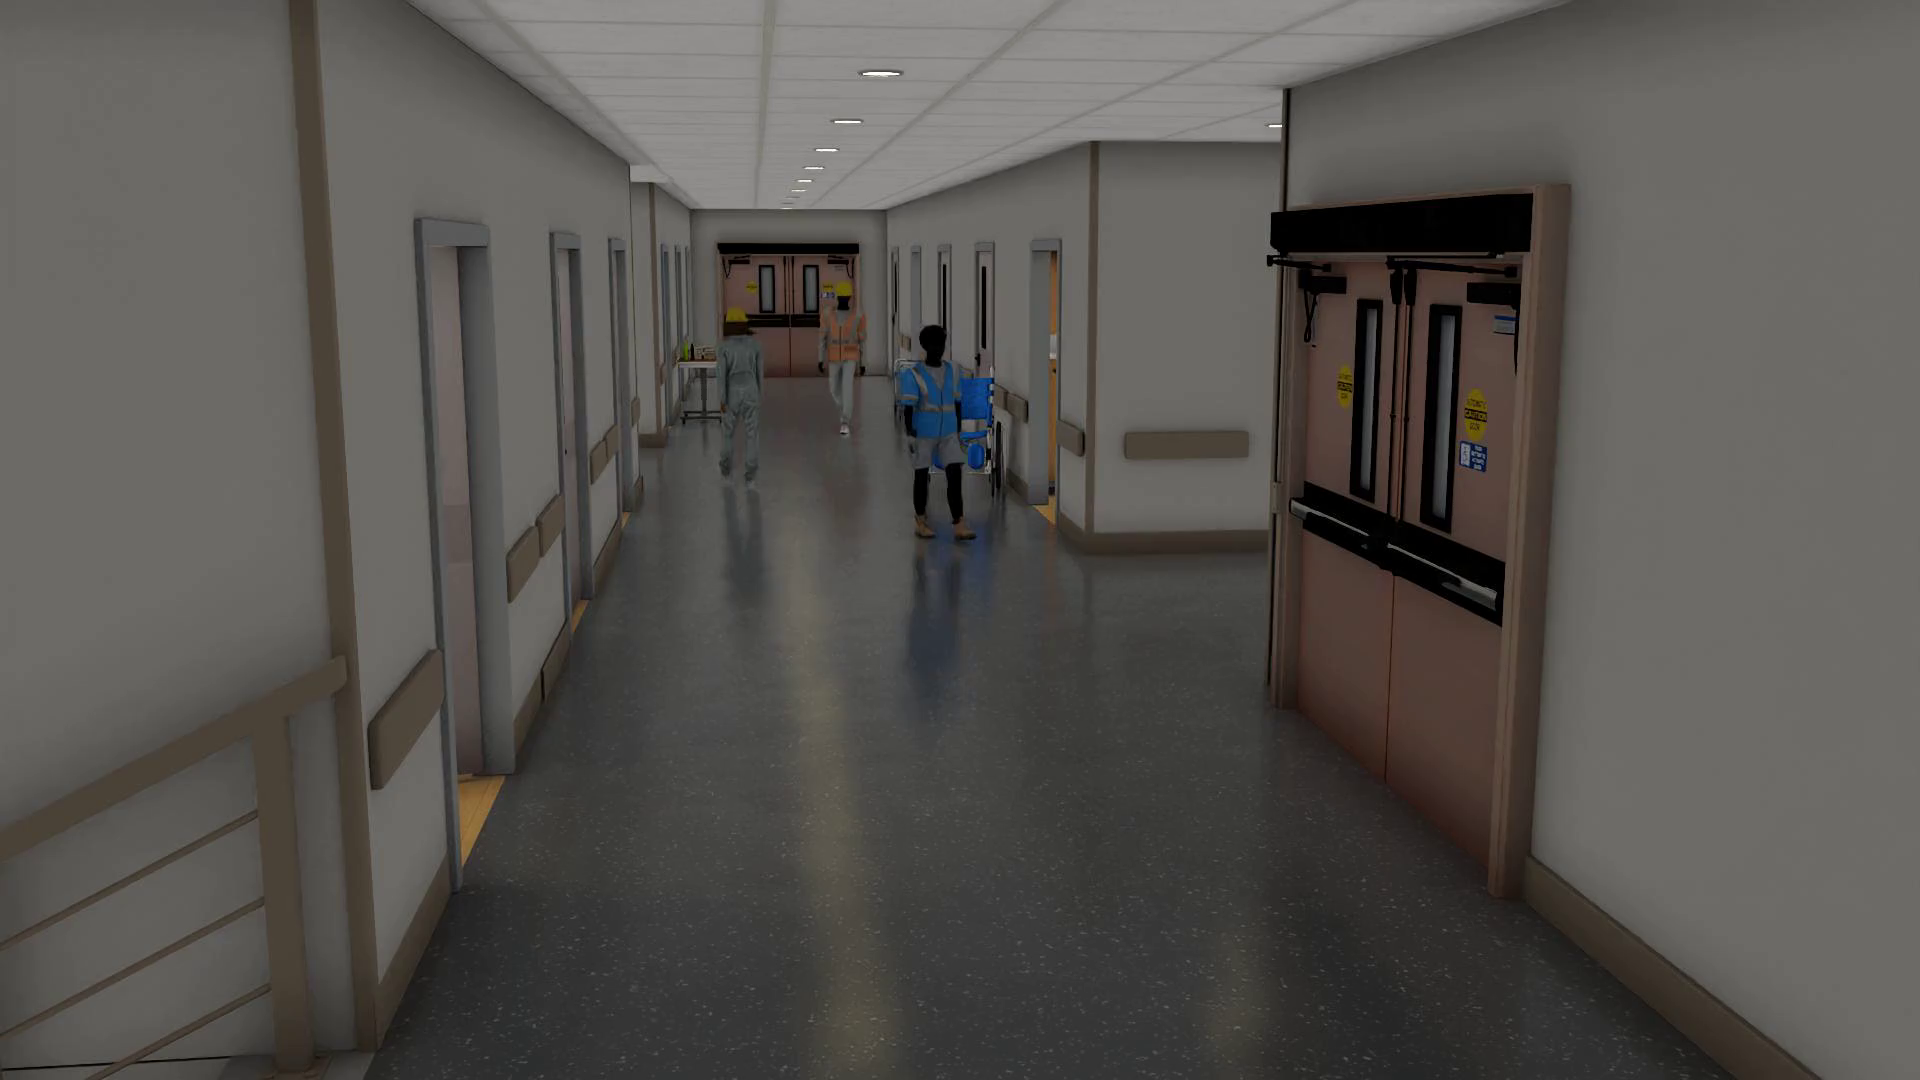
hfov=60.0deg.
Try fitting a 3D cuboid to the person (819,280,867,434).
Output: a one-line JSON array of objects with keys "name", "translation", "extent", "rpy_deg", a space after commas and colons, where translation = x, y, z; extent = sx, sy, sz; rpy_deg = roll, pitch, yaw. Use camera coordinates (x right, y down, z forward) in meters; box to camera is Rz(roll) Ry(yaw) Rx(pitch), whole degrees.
[{"name": "person", "translation": [-1.446, -2.293, 20.785], "extent": [0.592, 1.900, 0.766], "rpy_deg": [2, 10, 9]}]

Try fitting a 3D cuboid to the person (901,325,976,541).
[{"name": "person", "translation": [-0.163, -0.801, 12.762], "extent": [0.555, 1.664, 0.765], "rpy_deg": [-5, 11, -25]}]

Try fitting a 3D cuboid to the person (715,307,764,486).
[{"name": "person", "translation": [-2.152, -1.397, 16.170], "extent": [0.491, 1.702, 0.870], "rpy_deg": [-3, 10, -18]}]
